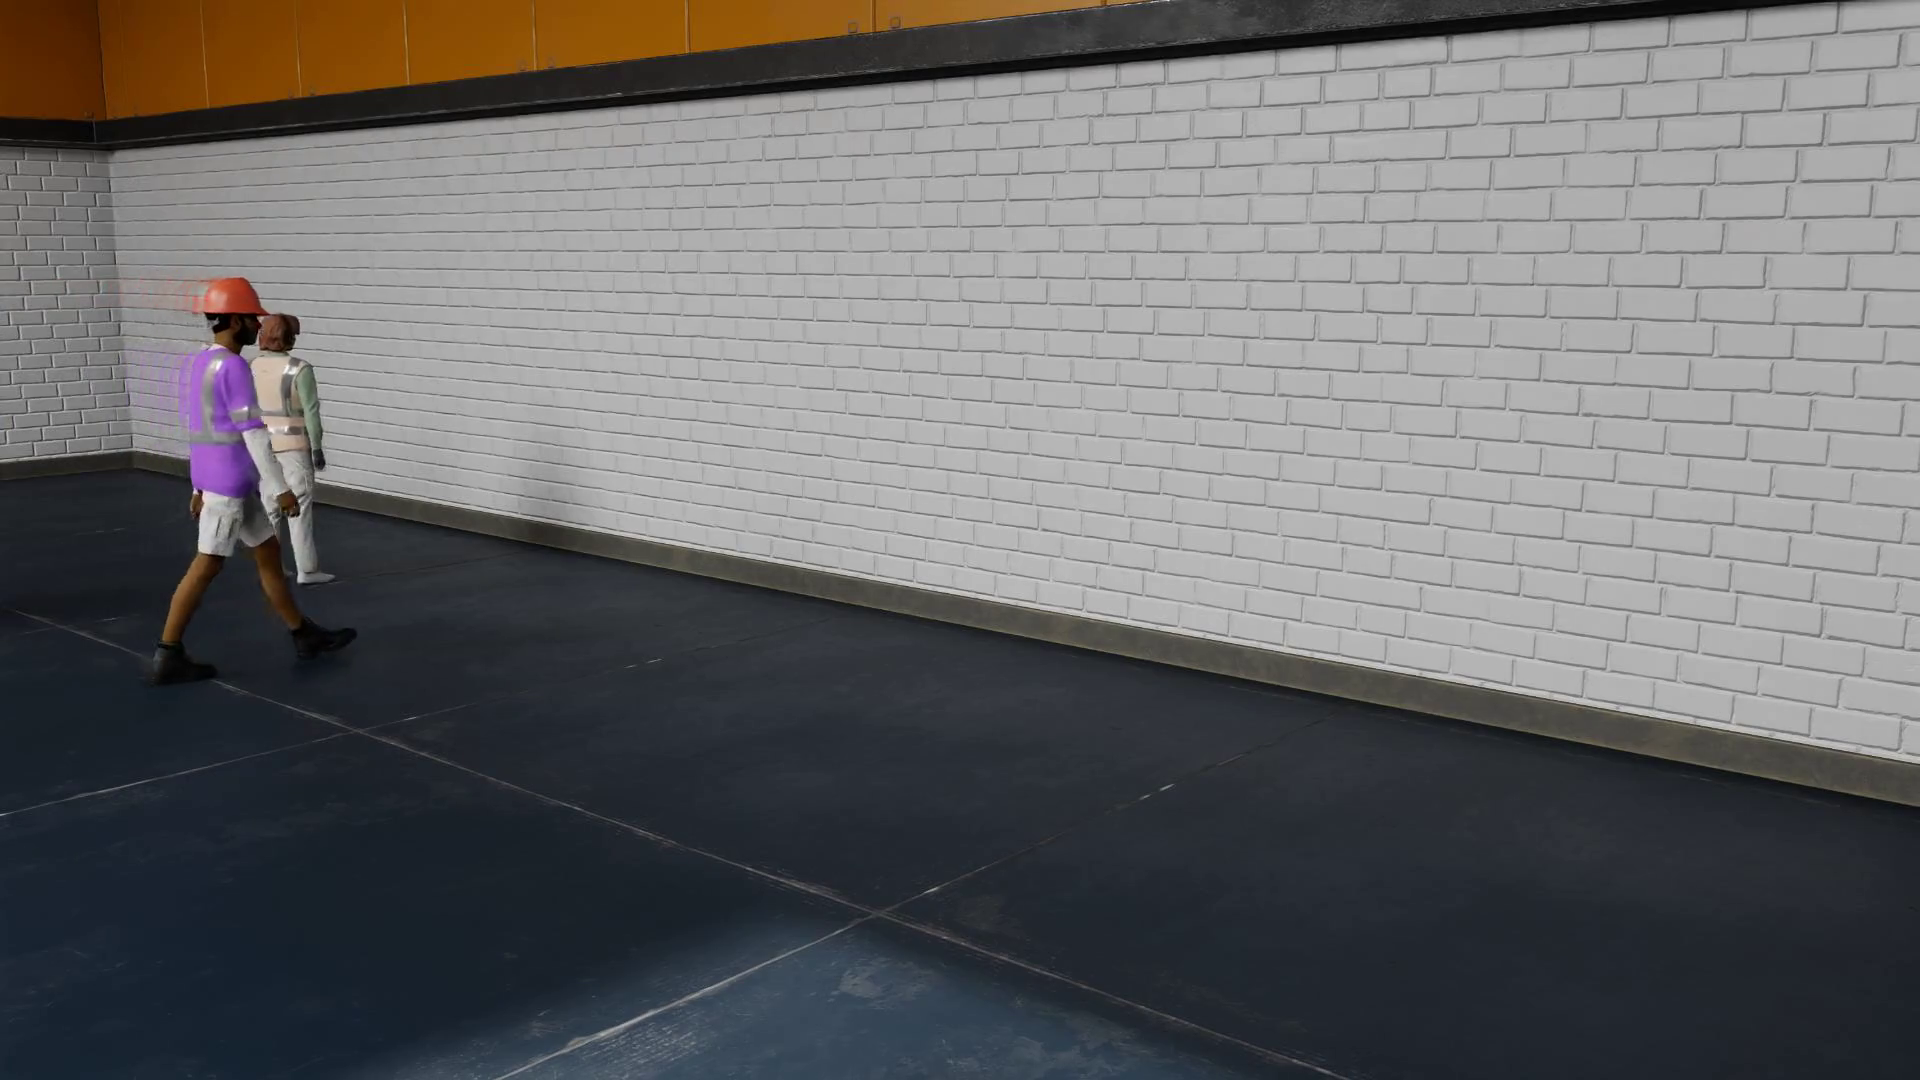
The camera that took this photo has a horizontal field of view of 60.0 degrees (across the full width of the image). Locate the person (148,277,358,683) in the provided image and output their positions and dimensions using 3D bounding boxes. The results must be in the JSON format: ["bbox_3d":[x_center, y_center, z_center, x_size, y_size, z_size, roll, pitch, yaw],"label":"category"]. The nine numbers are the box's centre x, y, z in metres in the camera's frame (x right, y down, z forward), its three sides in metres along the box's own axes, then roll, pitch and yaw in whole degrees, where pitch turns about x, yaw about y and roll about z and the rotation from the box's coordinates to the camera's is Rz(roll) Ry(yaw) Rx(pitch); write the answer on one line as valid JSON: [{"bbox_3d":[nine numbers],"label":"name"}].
[{"bbox_3d":[-3.422,-0.283,7.855,0.986,1.889,0.553,-7,12,-33],"label":"person"}]

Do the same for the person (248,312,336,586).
[{"bbox_3d":[-4.046,-0.536,9.984,0.521,1.638,0.311,4,11,22],"label":"person"}]
